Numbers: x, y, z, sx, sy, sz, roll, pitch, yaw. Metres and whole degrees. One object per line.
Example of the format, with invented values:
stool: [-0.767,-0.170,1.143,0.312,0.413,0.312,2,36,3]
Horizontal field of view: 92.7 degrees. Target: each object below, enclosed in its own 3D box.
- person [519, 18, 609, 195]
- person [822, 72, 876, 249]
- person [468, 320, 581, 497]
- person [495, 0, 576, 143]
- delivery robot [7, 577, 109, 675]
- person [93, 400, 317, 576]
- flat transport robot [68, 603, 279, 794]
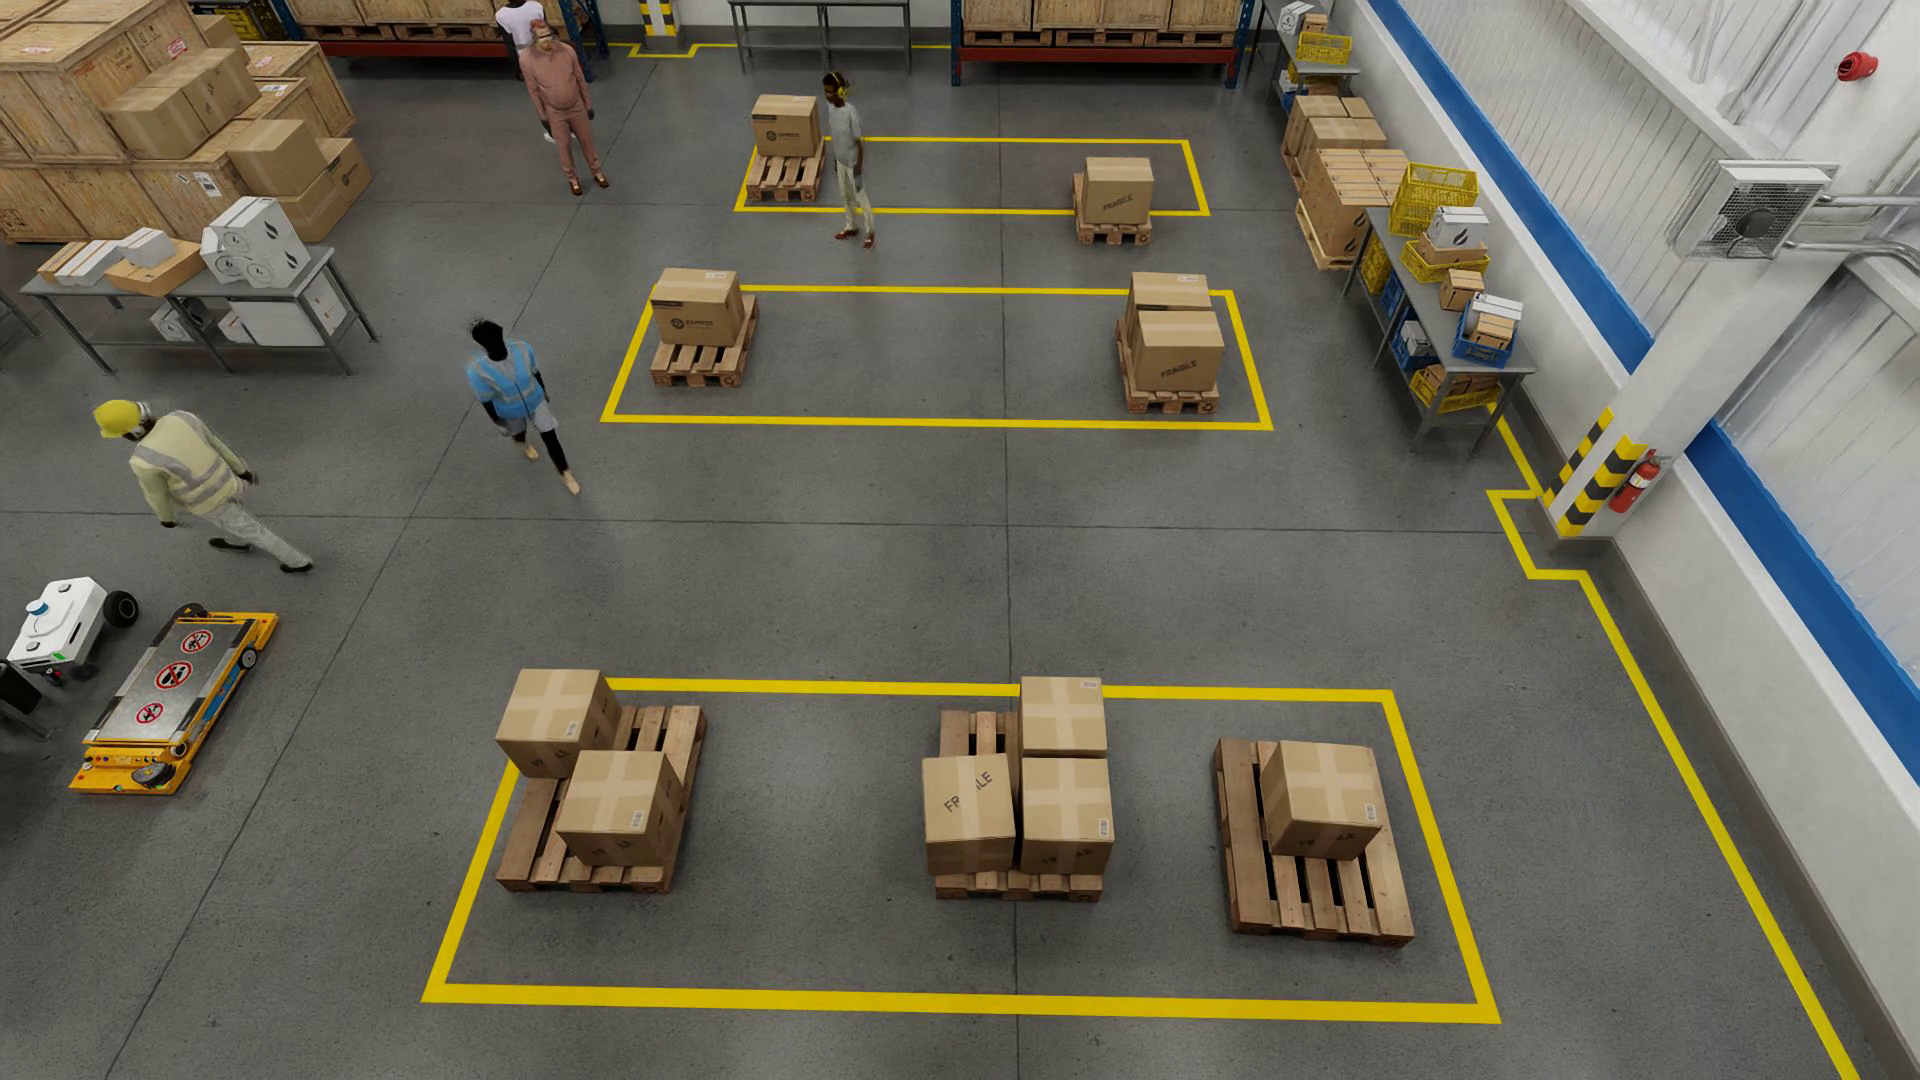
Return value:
person: [-4.500,-4.922,10.458,0.646,1.901,0.400,-27,55,-21]
person: [-1.144,-3.997,9.715,0.441,1.852,0.549,-35,58,-26]
person: [-3.595,-1.134,7.406,0.539,1.658,0.841,-34,58,-25]
person: [-5.200,-5.863,11.239,0.590,1.919,0.397,-33,57,-25]
delivery robot: [-6.469,0.613,6.586,0.477,0.478,0.707,-9,50,-7]
person: [-5.549,-0.358,6.677,0.925,1.762,0.598,-1,50,-1]
flat transport robot: [-5.504,1.072,6.442,0.652,0.197,1.431,1,50,1]
